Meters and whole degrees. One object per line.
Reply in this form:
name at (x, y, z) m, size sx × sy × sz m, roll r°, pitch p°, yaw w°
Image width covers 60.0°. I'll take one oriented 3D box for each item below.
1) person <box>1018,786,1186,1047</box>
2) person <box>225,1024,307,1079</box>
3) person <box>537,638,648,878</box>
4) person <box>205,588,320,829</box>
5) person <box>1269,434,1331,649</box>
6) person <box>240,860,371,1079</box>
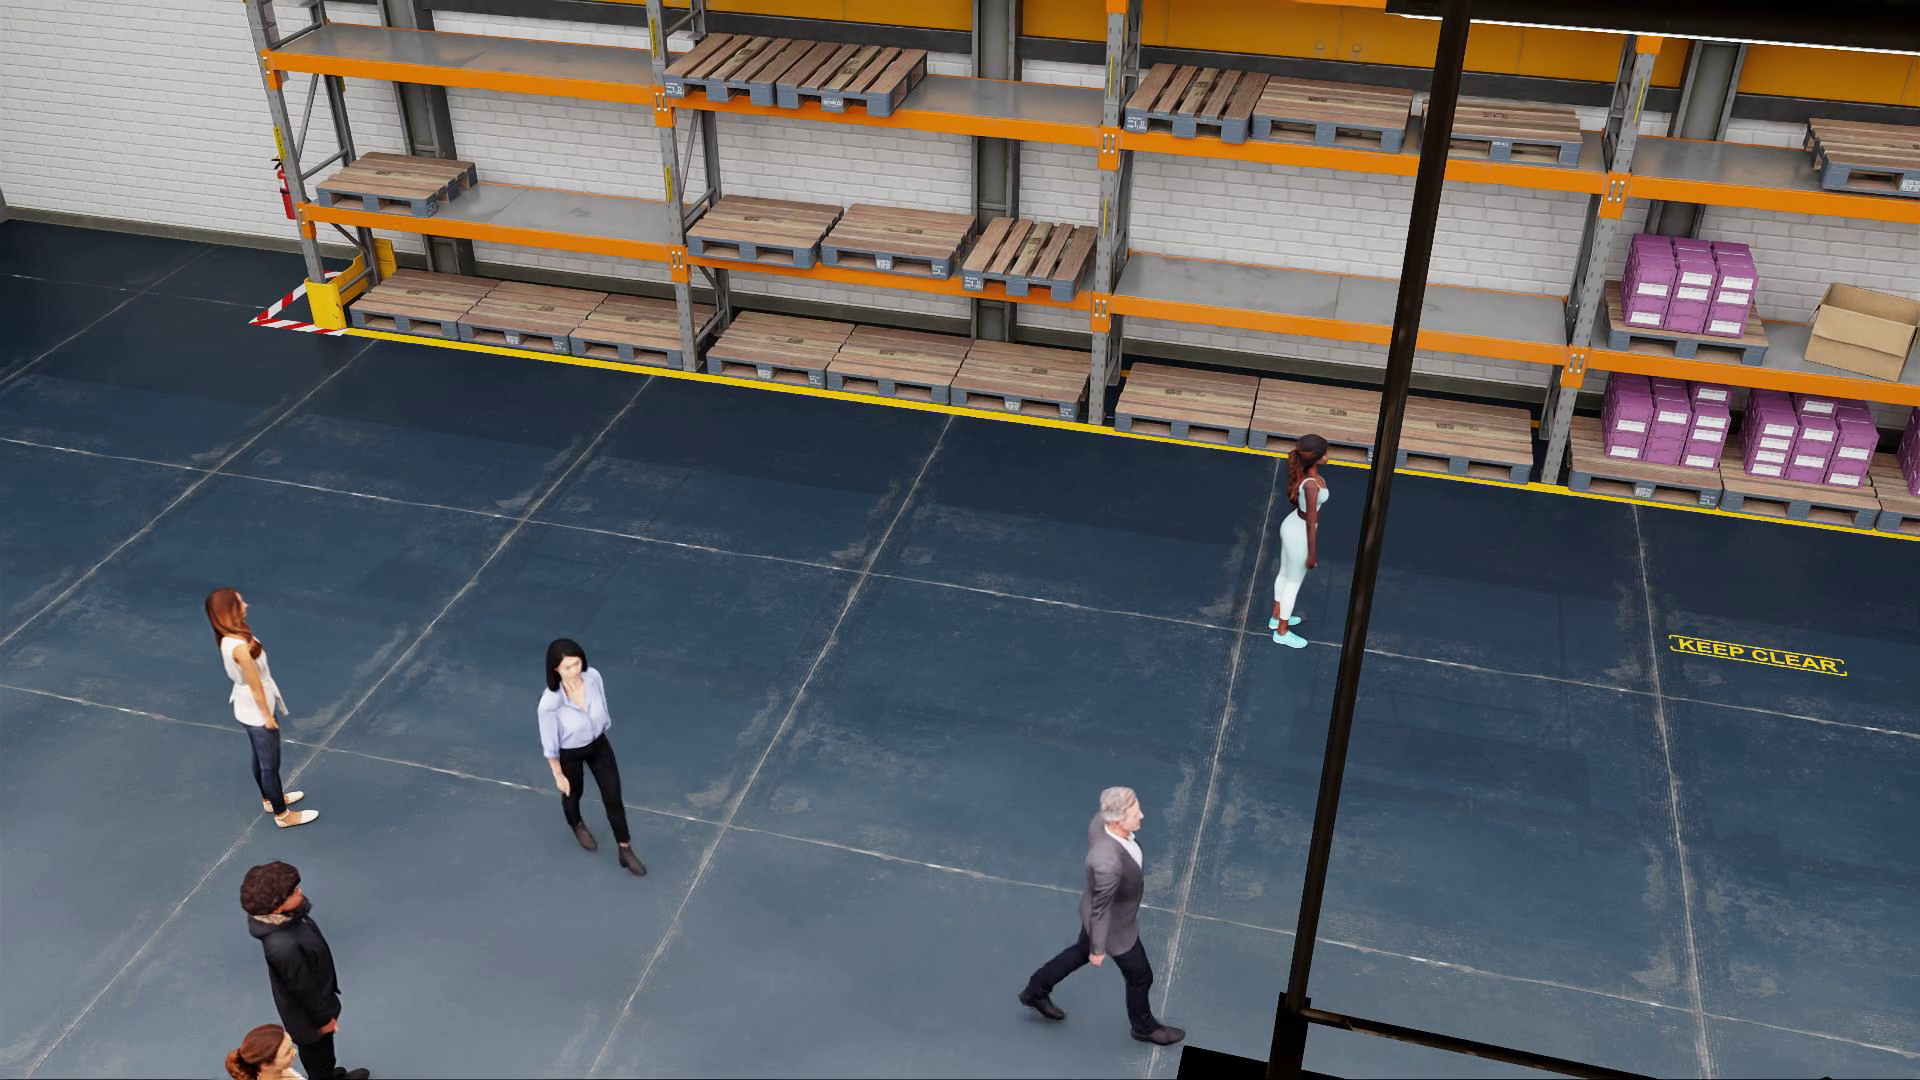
person at (0.733, 2.033, 8.988) m, size 1.241 × 1.800 × 0.886 m, roll 2°, pitch 34°, yaw 3°
person at (-3.158, 2.915, 7.689) m, size 1.006 × 1.769 × 0.864 m, roll -7°, pitch 34°, yaw -11°
person at (-2.381, 1.269, 10.210) m, size 0.945 × 1.719 × 1.063 m, roll -28°, pitch 43°, yaw -35°
person at (-4.452, 1.053, 10.476) m, size 0.722 × 1.785 × 0.650 m, roll -20°, pitch 38°, yaw -27°
person at (2.473, -0.015, 12.137) m, size 0.630 × 1.725 × 0.633 m, roll -2°, pitch 34°, yaw -3°
person at (-3.368, 2.345, 8.536) m, size 0.789 × 1.781 × 0.730 m, roll -17°, pitch 37°, yaw -24°
